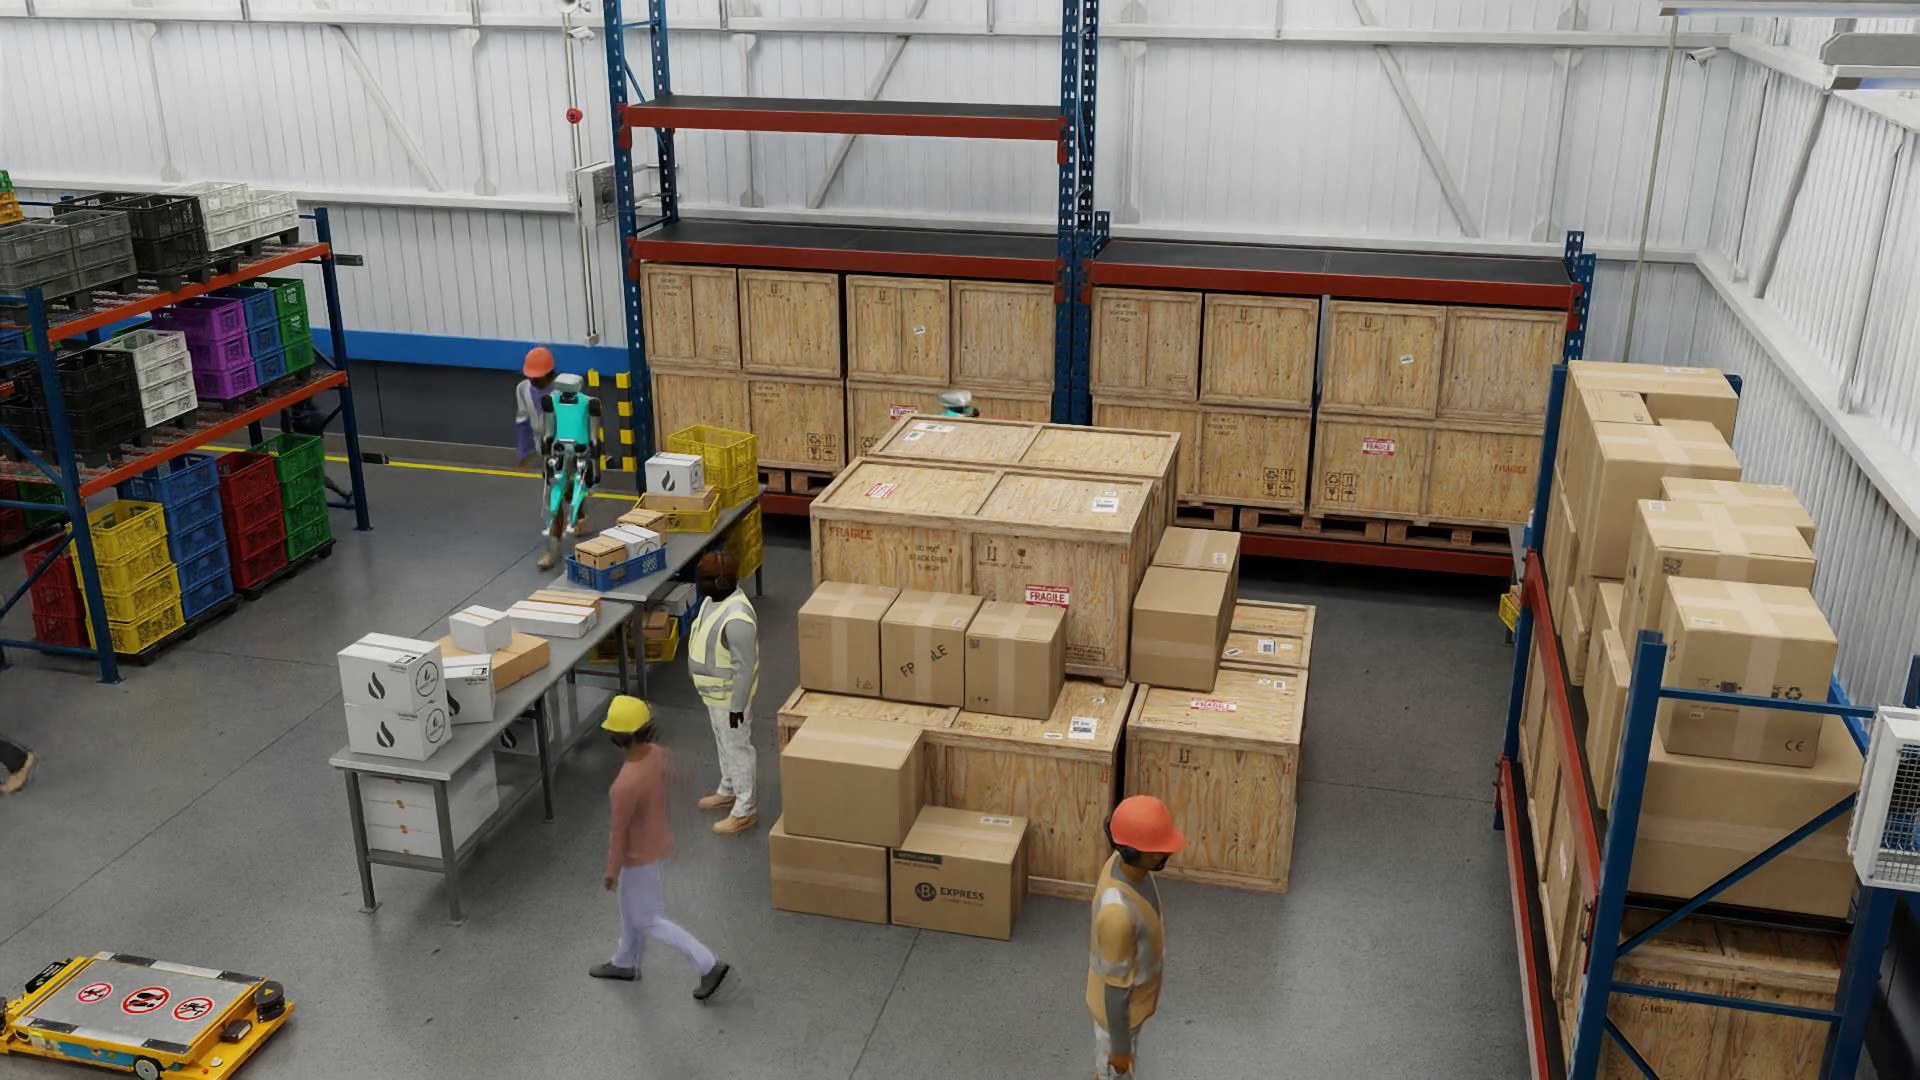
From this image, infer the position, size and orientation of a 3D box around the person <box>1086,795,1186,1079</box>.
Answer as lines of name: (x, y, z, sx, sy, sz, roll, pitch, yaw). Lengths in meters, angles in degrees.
person: (0.752, 2.019, 7.283, 0.393, 2.042, 0.609, 4, 21, 11)

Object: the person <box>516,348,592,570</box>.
person: (-3.577, -0.791, 14.768, 0.640, 1.963, 0.964, 12, 24, 29)

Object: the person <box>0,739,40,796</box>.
person: (-6.368, 0.851, 10.621, 0.428, 1.831, 0.505, -20, 28, -41)

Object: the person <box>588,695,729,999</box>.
person: (-1.631, 1.620, 8.733, 0.772, 1.739, 0.519, 2, 21, 5)

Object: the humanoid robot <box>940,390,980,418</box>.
humanoid robot: (-0.261, -0.463, 14.264, 1.003, 1.760, 0.533, 12, 24, 29)

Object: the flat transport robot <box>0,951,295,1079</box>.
flat transport robot: (-4.270, 2.464, 8.601, 1.431, 0.231, 0.659, 5, 22, 13)

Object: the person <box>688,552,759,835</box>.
person: (-1.471, 0.938, 10.389, 0.429, 1.842, 0.632, -8, 22, -21)

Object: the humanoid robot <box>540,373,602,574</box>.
humanoid robot: (-3.385, -0.496, 14.283, 0.551, 1.789, 0.731, 2, 21, 6)

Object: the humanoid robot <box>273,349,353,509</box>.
humanoid robot: (-6.225, -1.082, 15.978, 0.742, 1.636, 0.585, 2, 21, 6)
